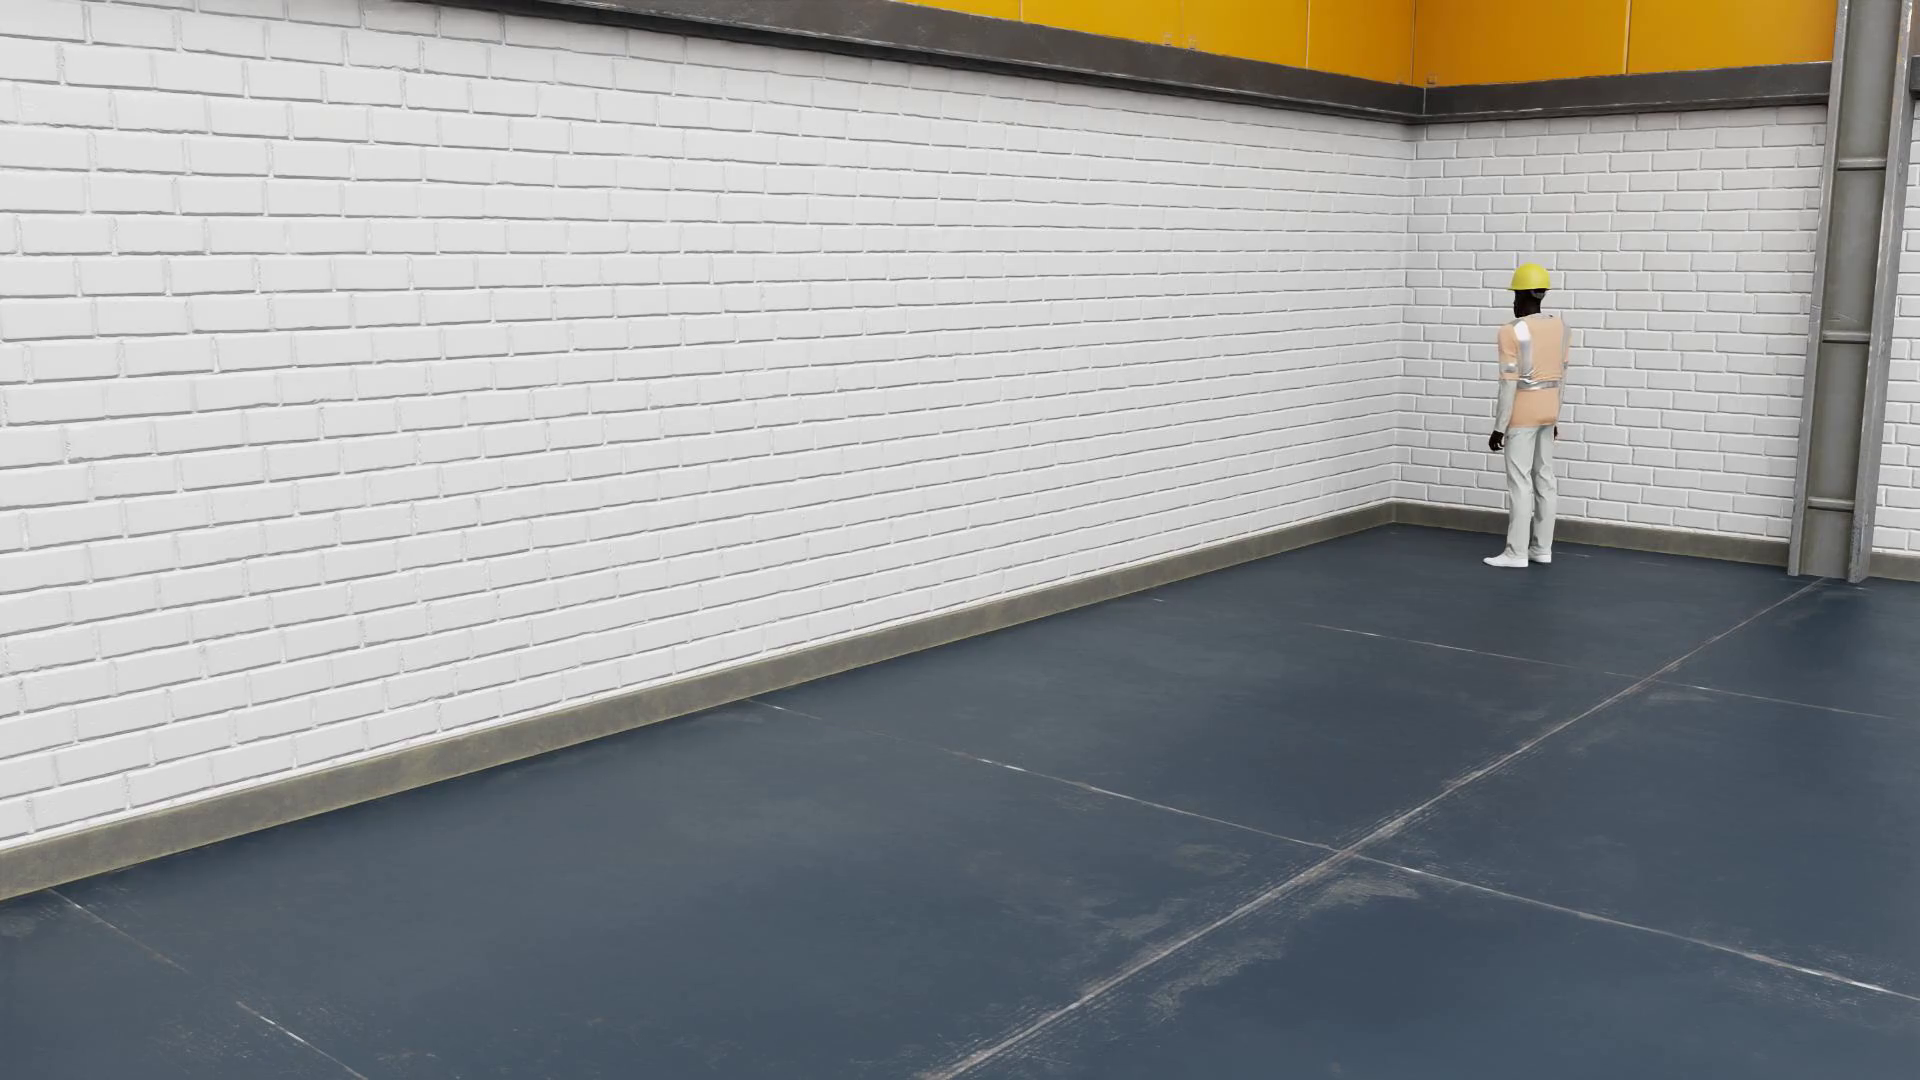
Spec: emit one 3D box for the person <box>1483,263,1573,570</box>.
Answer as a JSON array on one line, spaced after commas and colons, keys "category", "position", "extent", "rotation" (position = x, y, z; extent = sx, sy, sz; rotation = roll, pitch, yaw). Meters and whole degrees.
[{"category": "person", "position": [3.576, -0.774, 10.510], "extent": [0.587, 1.928, 0.381], "rotation": [-6, 11, -29]}]
